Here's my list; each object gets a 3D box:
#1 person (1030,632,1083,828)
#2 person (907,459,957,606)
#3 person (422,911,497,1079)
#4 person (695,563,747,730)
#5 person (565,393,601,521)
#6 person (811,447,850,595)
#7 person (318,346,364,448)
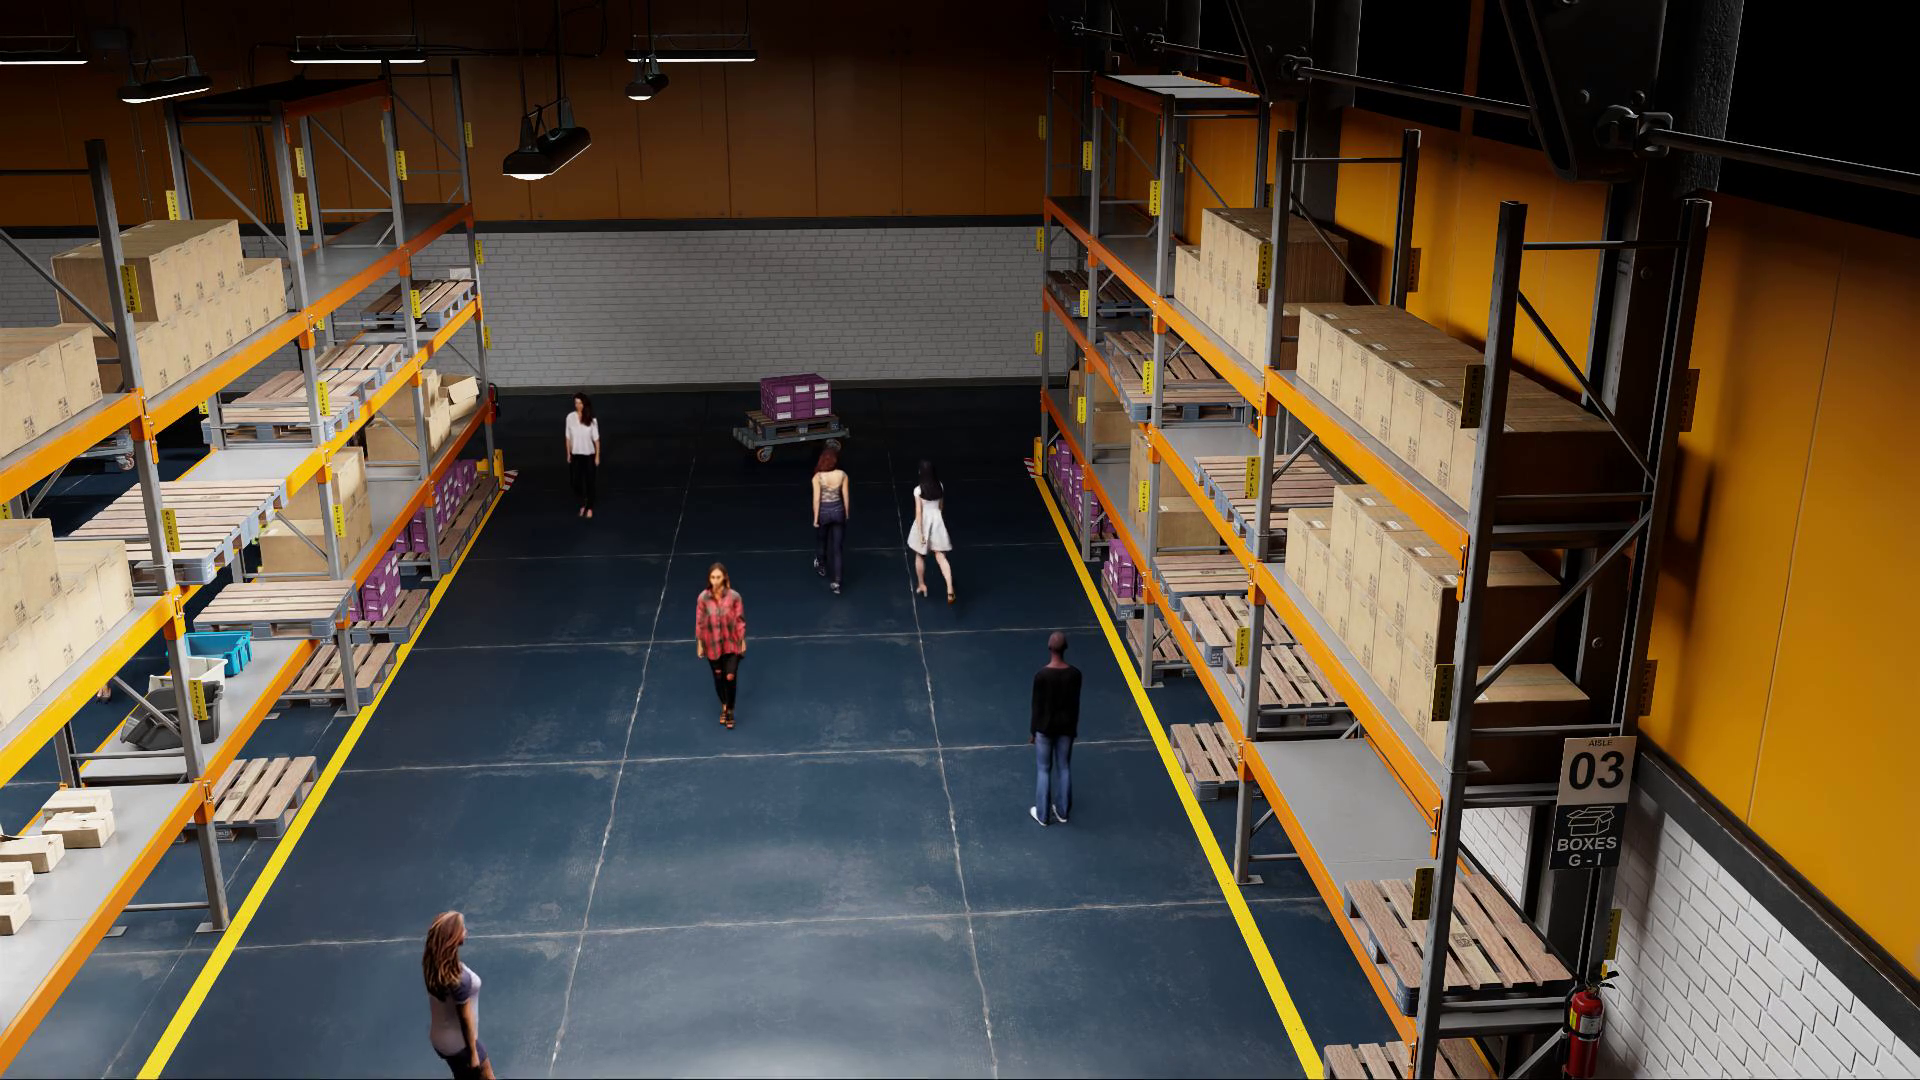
[{"bbox_3d":[0.826,1.627,14.366,0.635,1.750,0.596,-5,19,-15],"label":"person"},{"bbox_3d":[-0.297,-0.039,19.335,0.857,1.734,1.242,-8,20,-22],"label":"person"},{"bbox_3d":[-3.124,3.064,10.141,0.900,1.721,0.852,-16,25,-40],"label":"person"},{"bbox_3d":[-2.316,0.999,16.324,0.680,1.689,0.676,1,19,4],"label":"person"},{"bbox_3d":[-5.080,-1.141,22.532,0.641,1.783,0.601,0,19,0],"label":"person"},{"bbox_3d":[-1.510,-0.209,19.851,0.780,1.728,1.158,-6,19,-16],"label":"person"},{"bbox_3d":[-9.662,-2.166,25.758,0.808,1.667,0.999,3,19,8],"label":"person"}]
